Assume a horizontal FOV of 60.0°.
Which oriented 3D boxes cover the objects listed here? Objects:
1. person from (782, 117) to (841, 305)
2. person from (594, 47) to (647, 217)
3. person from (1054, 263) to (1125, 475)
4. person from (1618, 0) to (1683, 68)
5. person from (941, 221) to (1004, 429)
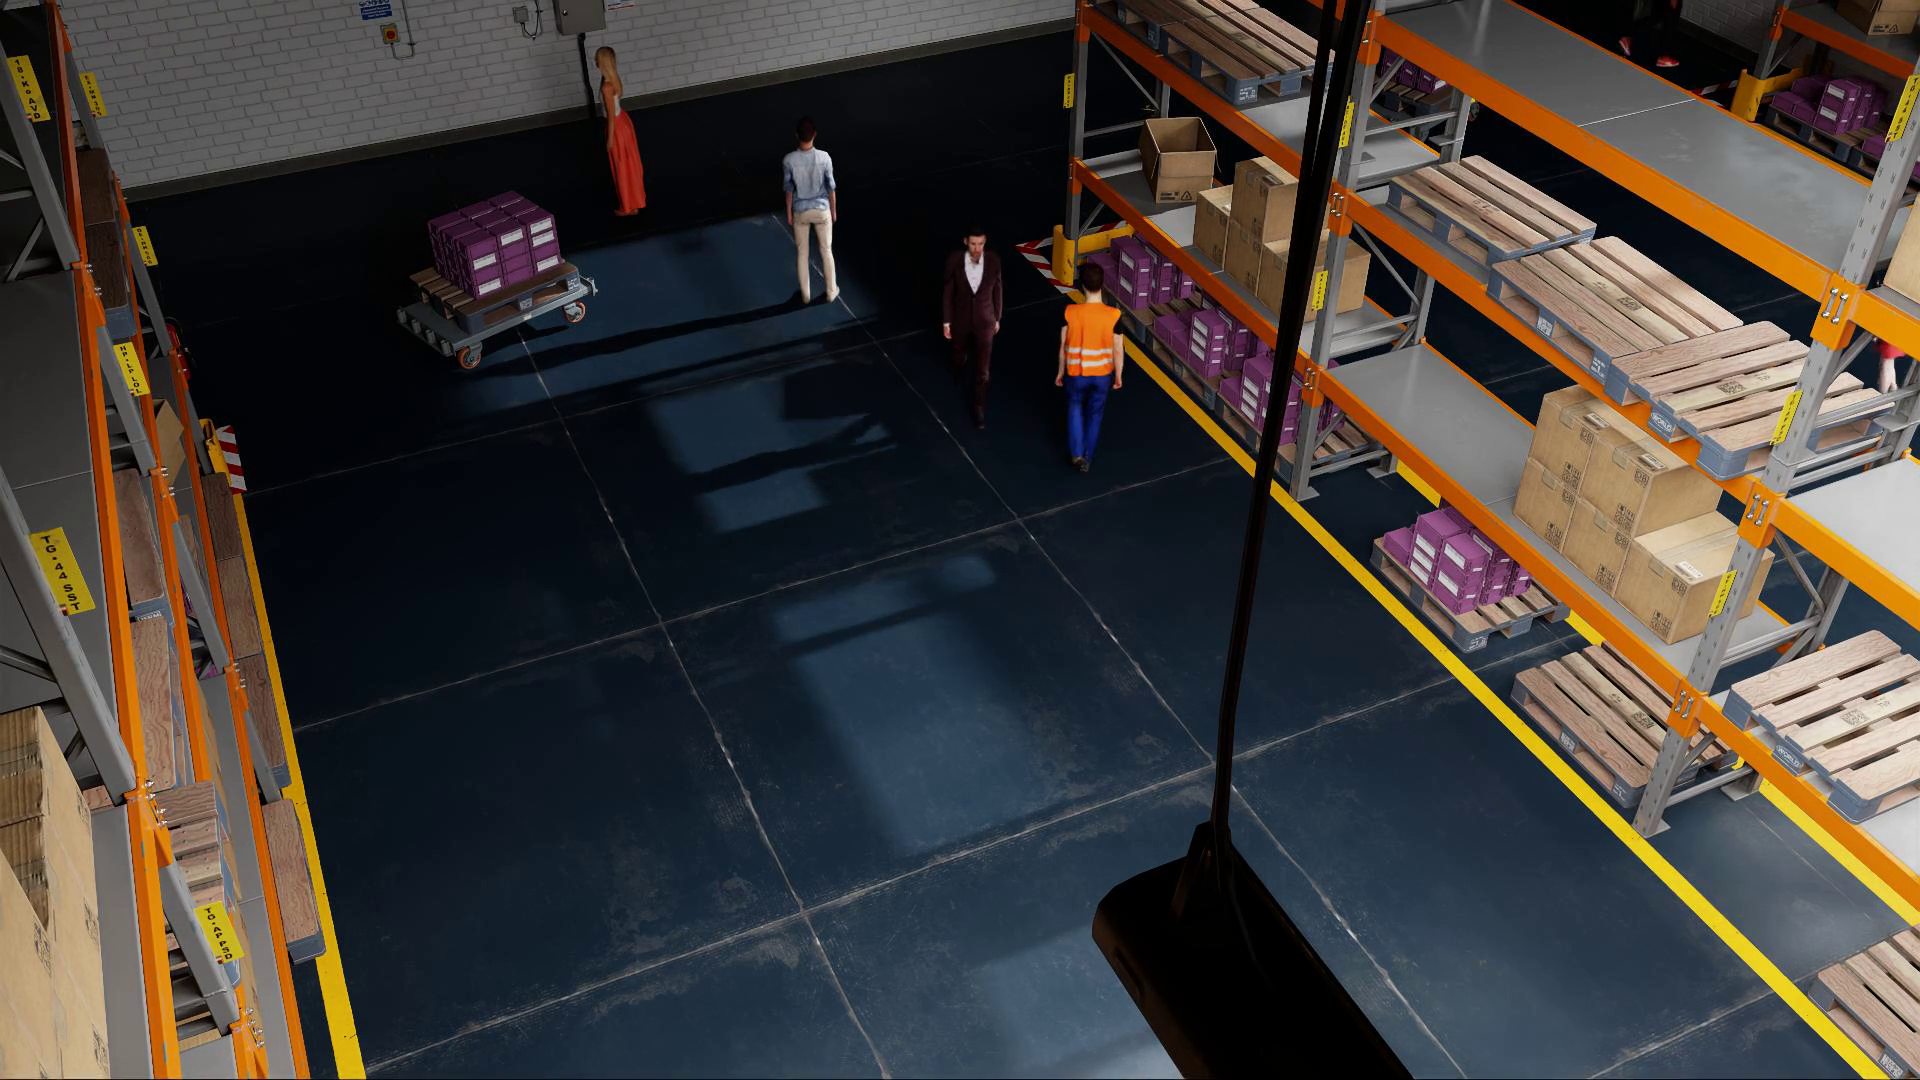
[{"bbox_3d":[-1.406,-3.097,15.681,0.722,1.847,0.682,-1,39,-2],"label":"person"},{"bbox_3d":[-3.516,-4.206,17.105,0.770,1.801,0.655,-1,39,-1],"label":"person"},{"bbox_3d":[1.035,-1.294,13.408,0.853,1.866,0.884,4,39,5],"label":"person"},{"bbox_3d":[8.494,-6.627,20.138,0.977,1.800,1.049,-2,39,-2],"label":"person"},{"bbox_3d":[0.089,-1.914,14.201,0.959,1.845,1.172,-1,39,-1],"label":"person"}]
